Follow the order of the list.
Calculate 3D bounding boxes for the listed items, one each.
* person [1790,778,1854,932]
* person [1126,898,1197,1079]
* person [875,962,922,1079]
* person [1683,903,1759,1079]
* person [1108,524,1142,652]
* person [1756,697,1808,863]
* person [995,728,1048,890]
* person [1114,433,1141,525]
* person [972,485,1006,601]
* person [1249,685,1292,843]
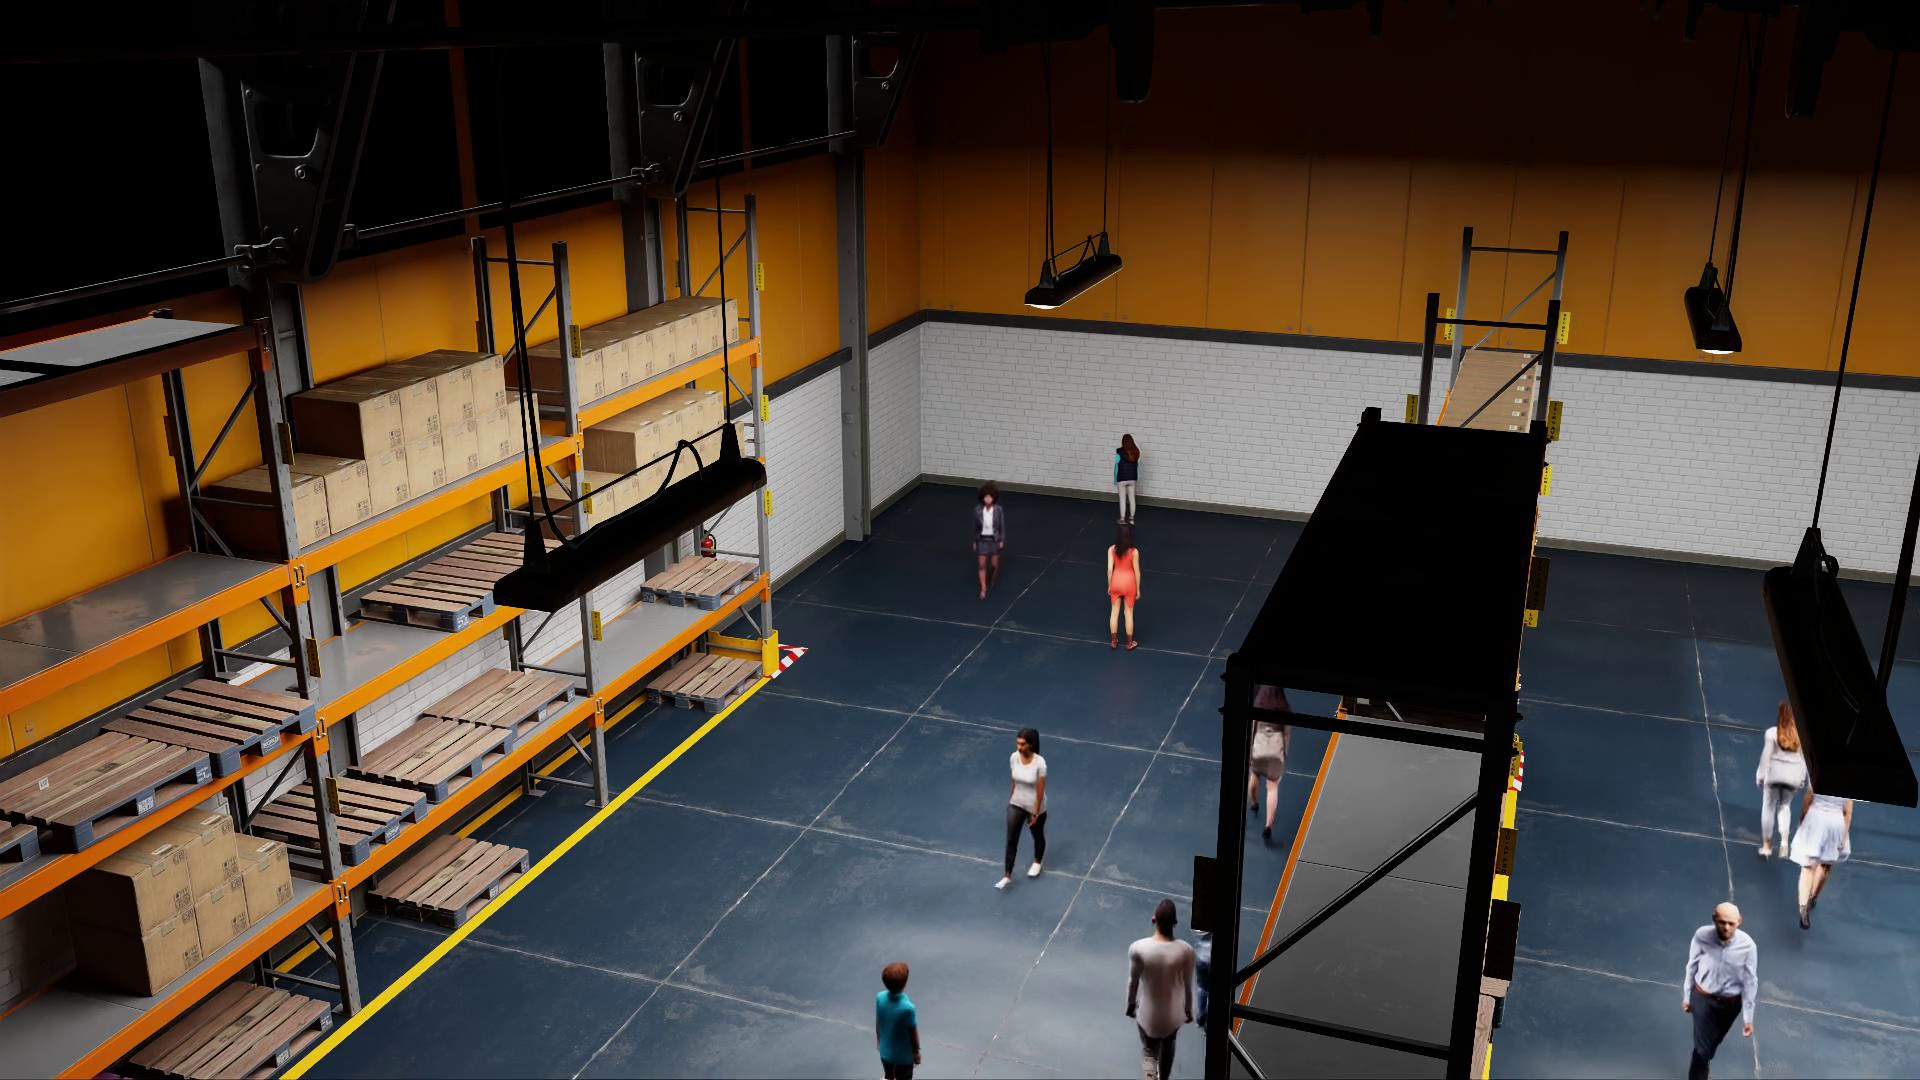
[{"bbox_3d":[7.899,2.748,15.244,0.781,1.790,1.180,10,21,28],"label":"person"},{"bbox_3d":[1.527,3.621,12.631,0.904,1.804,1.226,1,19,3],"label":"person"},{"bbox_3d":[-0.516,3.856,12.507,0.615,1.438,0.706,14,23,35],"label":"person"},{"bbox_3d":[5.855,3.571,12.874,0.667,1.743,1.205,6,20,18],"label":"person"},{"bbox_3d":[2.131,0.611,21.695,0.582,1.723,0.520,6,20,17],"label":"person"},{"bbox_3d":[8.087,2.408,16.312,0.667,1.754,0.782,3,19,8],"label":"person"},{"bbox_3d":[0.712,2.552,16.108,0.669,1.610,0.979,10,21,28],"label":"person"},{"bbox_3d":[2.685,-0.986,26.788,0.682,1.500,0.731,-6,19,-16],"label":"person"},{"bbox_3d":[0.393,0.012,23.536,0.692,1.684,0.781,3,19,9],"label":"person"},{"bbox_3d":[3.133,2.231,16.921,0.739,1.699,1.103,3,19,9],"label":"person"}]
